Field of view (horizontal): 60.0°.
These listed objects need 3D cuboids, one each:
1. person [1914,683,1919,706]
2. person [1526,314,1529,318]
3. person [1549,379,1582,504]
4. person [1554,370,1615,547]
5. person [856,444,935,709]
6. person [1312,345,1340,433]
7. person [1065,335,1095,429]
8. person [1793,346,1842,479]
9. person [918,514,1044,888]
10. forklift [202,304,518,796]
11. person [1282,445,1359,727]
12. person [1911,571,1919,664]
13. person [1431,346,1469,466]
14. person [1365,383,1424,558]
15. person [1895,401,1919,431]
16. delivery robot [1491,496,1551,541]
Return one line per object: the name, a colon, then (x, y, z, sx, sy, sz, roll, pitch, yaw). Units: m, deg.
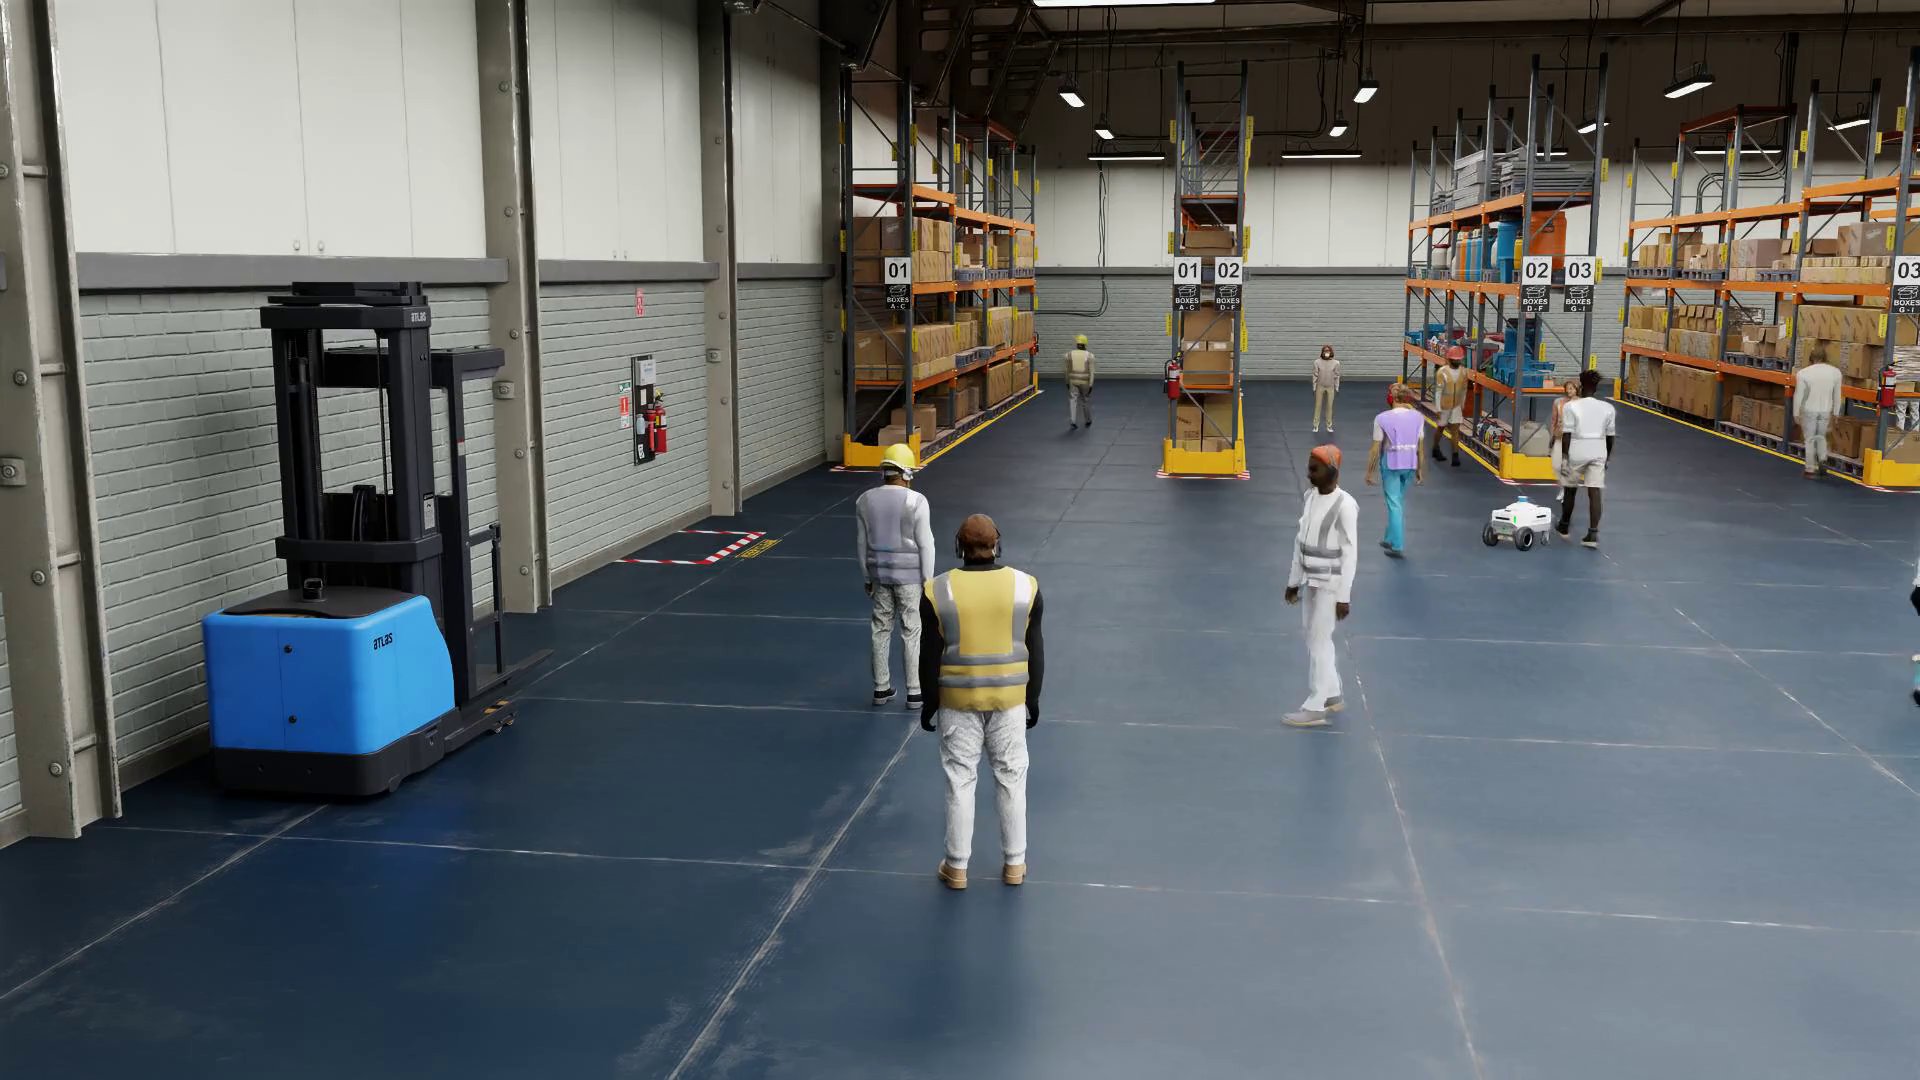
person: (6.729, 0.344, 11.152, 0.364, 1.755, 0.528, -5, 10, -27)
person: (13.651, -4.505, 40.325, 0.617, 1.986, 0.406, -4, 10, -23)
person: (7.854, -1.270, 21.446, 0.538, 1.623, 0.371, 8, 12, 40)
person: (6.915, -0.922, 18.431, 0.618, 1.909, 0.982, 0, 9, 1)
person: (-0.422, 0.244, 11.523, 0.586, 1.826, 0.403, 5, 10, 27)
person: (6.819, -2.823, 31.022, 0.498, 1.634, 0.282, 1, 9, 7)
person: (2.289, -3.017, 31.788, 0.591, 1.787, 0.949, 2, 9, 14)
person: (12.399, -1.847, 24.107, 0.657, 1.924, 0.430, 0, 9, 2)
person: (0.100, 0.786, 8.152, 0.621, 1.838, 0.429, -1, 9, -8)
forklift: (-3.673, -0.038, 10.147, 1.129, 2.768, 1.873, 1, 9, 9)
person: (2.403, 0.302, 11.126, 0.615, 1.874, 0.604, -2, 10, -15)
person: (7.395, 0.162, 12.455, 0.419, 1.685, 0.541, -1, 9, -6)
person: (7.659, -2.118, 26.027, 0.547, 1.872, 1.012, 0, 9, -2)
person: (4.566, -0.758, 17.691, 0.597, 1.820, 0.762, -3, 10, -20)
person: (15.901, -2.441, 27.911, 0.575, 1.881, 0.356, 1, 9, 7)
delivery robot: (6.159, -0.238, 18.242, 0.707, 0.478, 0.477, -7, 11, -37)
